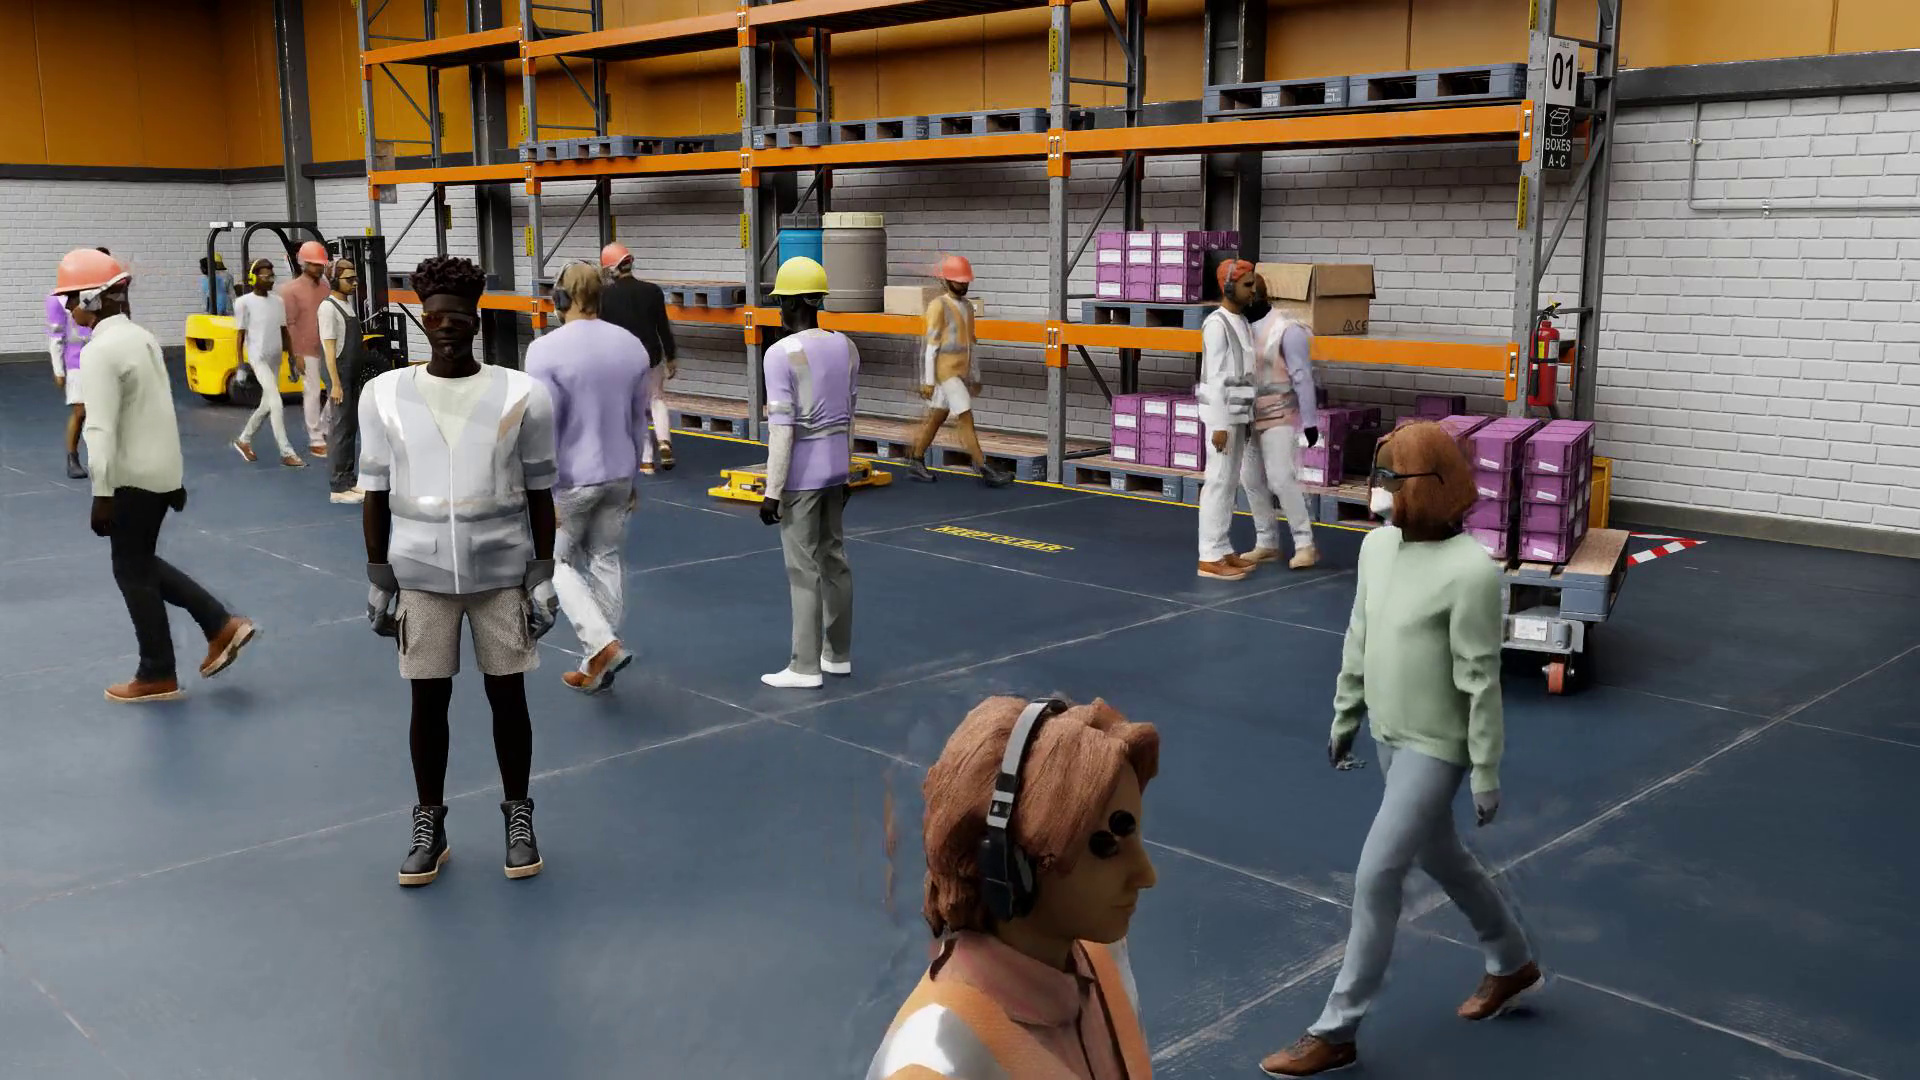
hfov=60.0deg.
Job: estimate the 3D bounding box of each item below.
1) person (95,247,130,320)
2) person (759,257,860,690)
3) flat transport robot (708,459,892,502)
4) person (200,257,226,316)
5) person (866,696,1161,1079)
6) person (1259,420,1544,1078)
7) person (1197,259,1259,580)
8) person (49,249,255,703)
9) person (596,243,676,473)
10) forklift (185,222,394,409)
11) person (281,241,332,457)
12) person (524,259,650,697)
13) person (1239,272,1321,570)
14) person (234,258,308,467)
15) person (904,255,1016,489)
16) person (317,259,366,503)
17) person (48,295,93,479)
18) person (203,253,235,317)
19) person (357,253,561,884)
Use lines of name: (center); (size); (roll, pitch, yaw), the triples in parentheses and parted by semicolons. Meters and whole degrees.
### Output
person: (-10.861, -2.767, 21.119); (0.603, 1.862, 1.028); (-5, 12, -26)
person: (-0.687, -0.292, 7.448); (0.366, 1.926, 0.592); (6, 12, 31)
flat transport robot: (-1.236, -0.491, 13.053); (0.652, 0.197, 1.431); (8, 13, 36)
person: (-11.924, -3.673, 26.595); (0.316, 1.673, 0.615); (-2, 11, -12)
person: (0.047, 0.924, 1.716); (0.851, 1.596, 0.530); (4, 11, 19)
person: (1.150, 0.491, 4.087); (0.849, 1.594, 0.517); (-3, 11, -17)
person: (1.591, -0.714, 9.865); (0.339, 1.882, 0.583); (5, 11, 24)
person: (-3.528, -0.264, 7.177); (0.599, 1.965, 0.636); (-2, 11, -9)
person: (-2.728, -1.508, 13.997); (0.659, 1.957, 0.544); (-4, 11, -22)
forklift: (-8.169, -2.758, 20.163); (2.313, 2.155, 1.214); (-10, 14, -44)
person: (-5.850, -1.723, 15.143); (0.448, 1.969, 0.629); (6, 12, 30)
person: (-1.592, -0.246, 7.213); (0.489, 1.922, 0.625); (9, 14, 42)
person: (1.846, -0.726, 10.163); (0.467, 1.802, 0.657); (-7, 13, -35)
person: (-6.160, -1.566, 14.702); (0.932, 1.824, 0.548); (5, 11, 24)
person: (-0.037, -1.349, 13.385); (1.061, 1.869, 0.580); (6, 12, 29)
person: (-4.678, -1.204, 12.641); (0.329, 1.844, 0.515); (-1, 10, -3)
person: (-7.267, -1.458, 13.911); (0.497, 1.906, 0.576); (8, 13, 37)
person: (-11.923, -3.746, 26.784); (0.321, 1.743, 0.488); (10, 14, 42)
person: (-1.558, 0.099, 5.208); (0.607, 1.966, 0.367); (-2, 11, -10)
